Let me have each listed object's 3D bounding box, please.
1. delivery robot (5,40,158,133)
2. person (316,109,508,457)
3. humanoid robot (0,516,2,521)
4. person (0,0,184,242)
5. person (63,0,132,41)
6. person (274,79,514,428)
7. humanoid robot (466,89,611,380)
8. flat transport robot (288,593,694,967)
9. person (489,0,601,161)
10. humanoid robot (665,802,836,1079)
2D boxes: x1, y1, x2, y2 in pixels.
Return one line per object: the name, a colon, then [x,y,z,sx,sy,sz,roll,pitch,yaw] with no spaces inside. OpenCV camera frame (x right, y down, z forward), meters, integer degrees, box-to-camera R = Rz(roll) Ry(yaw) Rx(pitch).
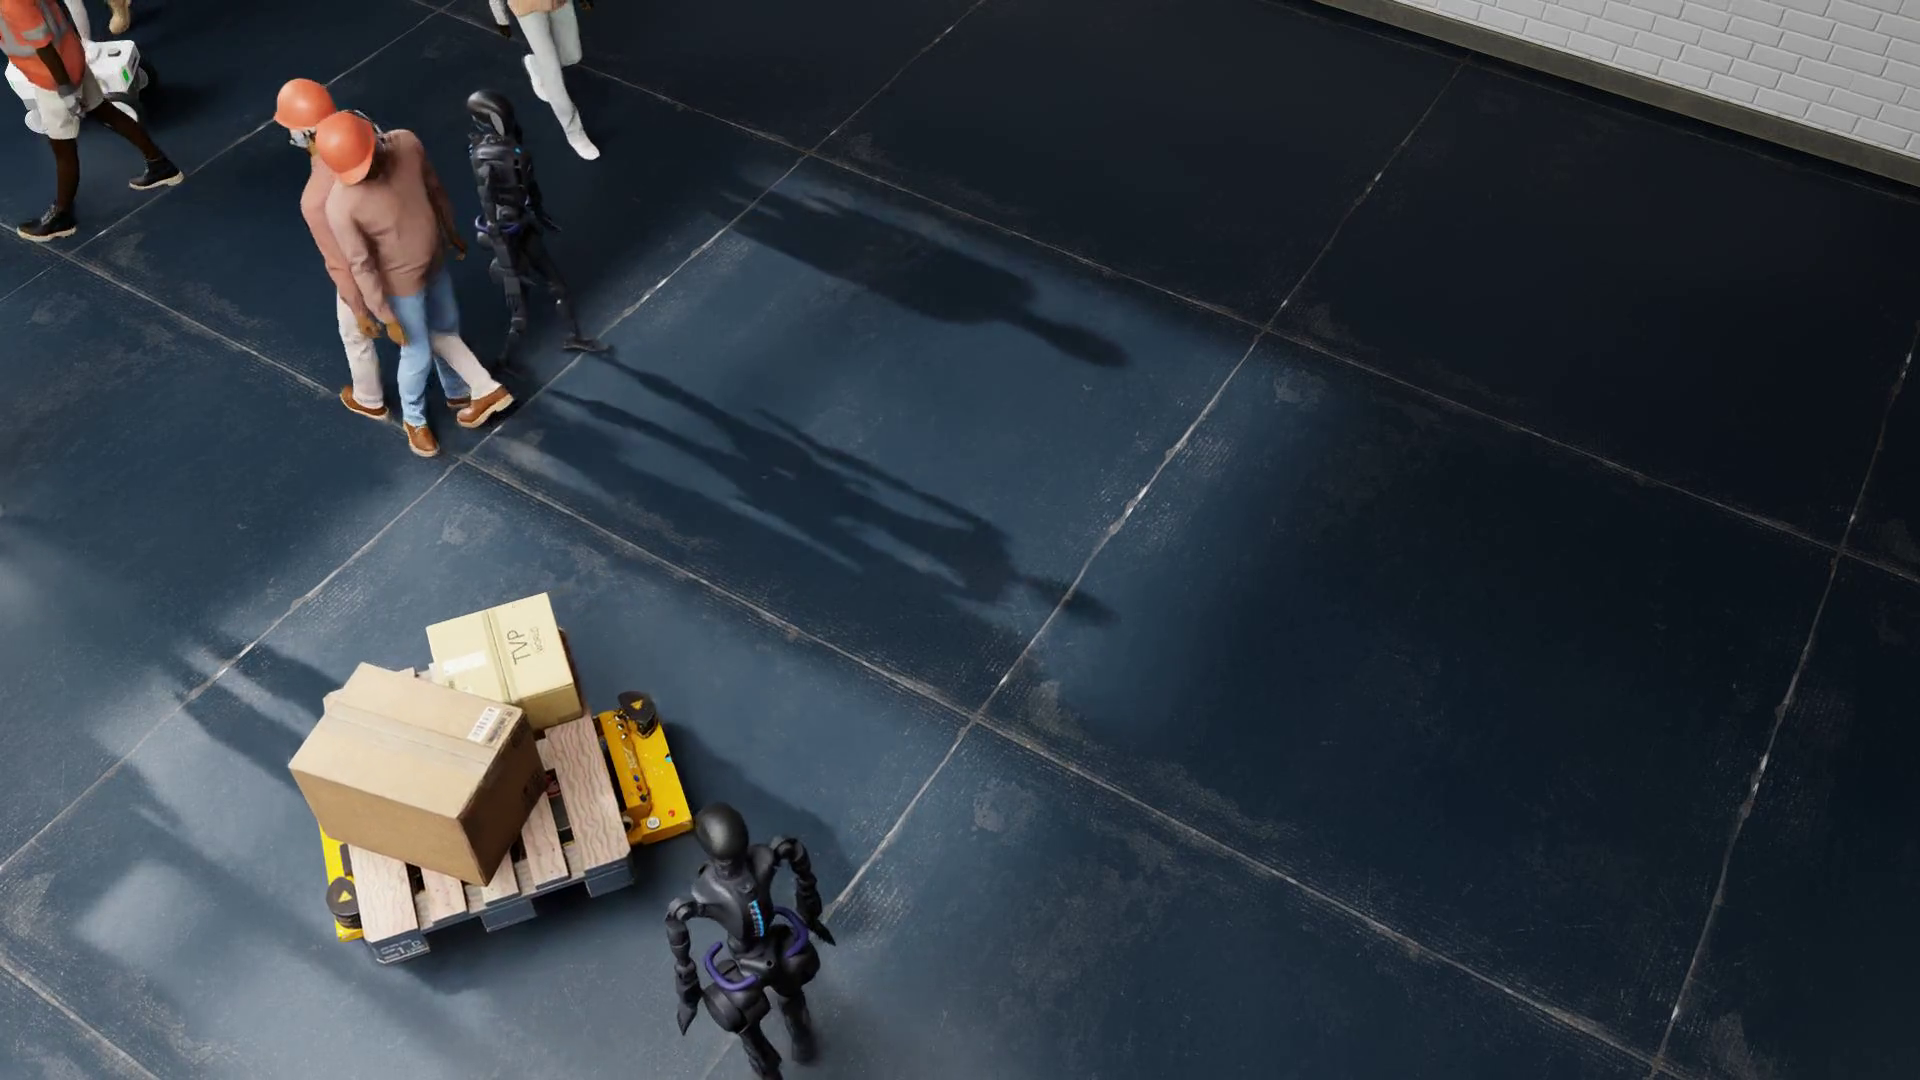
delivery robot: [-5.301,-2.781,10.069,0.811,0.613,0.499,-6,49,-5]
person: [-2.596,-1.253,7.807,0.397,1.941,0.691,16,51,13]
humanoid robot: [-4.675,-0.584,7.418,0.746,1.889,0.557,32,56,25]
person: [-4.937,-2.569,8.975,0.931,1.923,0.670,-22,52,-18]
person: [-5.509,-3.762,10.043,0.486,1.865,0.803,12,50,10]
person: [-2.717,-1.280,7.825,0.908,1.958,0.620,15,51,13]
humanoid robot: [-2.151,-1.475,8.180,0.599,1.638,0.596,5,49,4]
flat transport robot: [-1.881,1.113,6.842,1.431,0.231,0.659,-17,51,-14]
person: [-2.416,-3.125,9.461,0.594,1.906,0.749,-34,57,-26]
humanoid robot: [-0.691,1.438,5.632,0.609,1.650,0.348,-31,56,-24]
